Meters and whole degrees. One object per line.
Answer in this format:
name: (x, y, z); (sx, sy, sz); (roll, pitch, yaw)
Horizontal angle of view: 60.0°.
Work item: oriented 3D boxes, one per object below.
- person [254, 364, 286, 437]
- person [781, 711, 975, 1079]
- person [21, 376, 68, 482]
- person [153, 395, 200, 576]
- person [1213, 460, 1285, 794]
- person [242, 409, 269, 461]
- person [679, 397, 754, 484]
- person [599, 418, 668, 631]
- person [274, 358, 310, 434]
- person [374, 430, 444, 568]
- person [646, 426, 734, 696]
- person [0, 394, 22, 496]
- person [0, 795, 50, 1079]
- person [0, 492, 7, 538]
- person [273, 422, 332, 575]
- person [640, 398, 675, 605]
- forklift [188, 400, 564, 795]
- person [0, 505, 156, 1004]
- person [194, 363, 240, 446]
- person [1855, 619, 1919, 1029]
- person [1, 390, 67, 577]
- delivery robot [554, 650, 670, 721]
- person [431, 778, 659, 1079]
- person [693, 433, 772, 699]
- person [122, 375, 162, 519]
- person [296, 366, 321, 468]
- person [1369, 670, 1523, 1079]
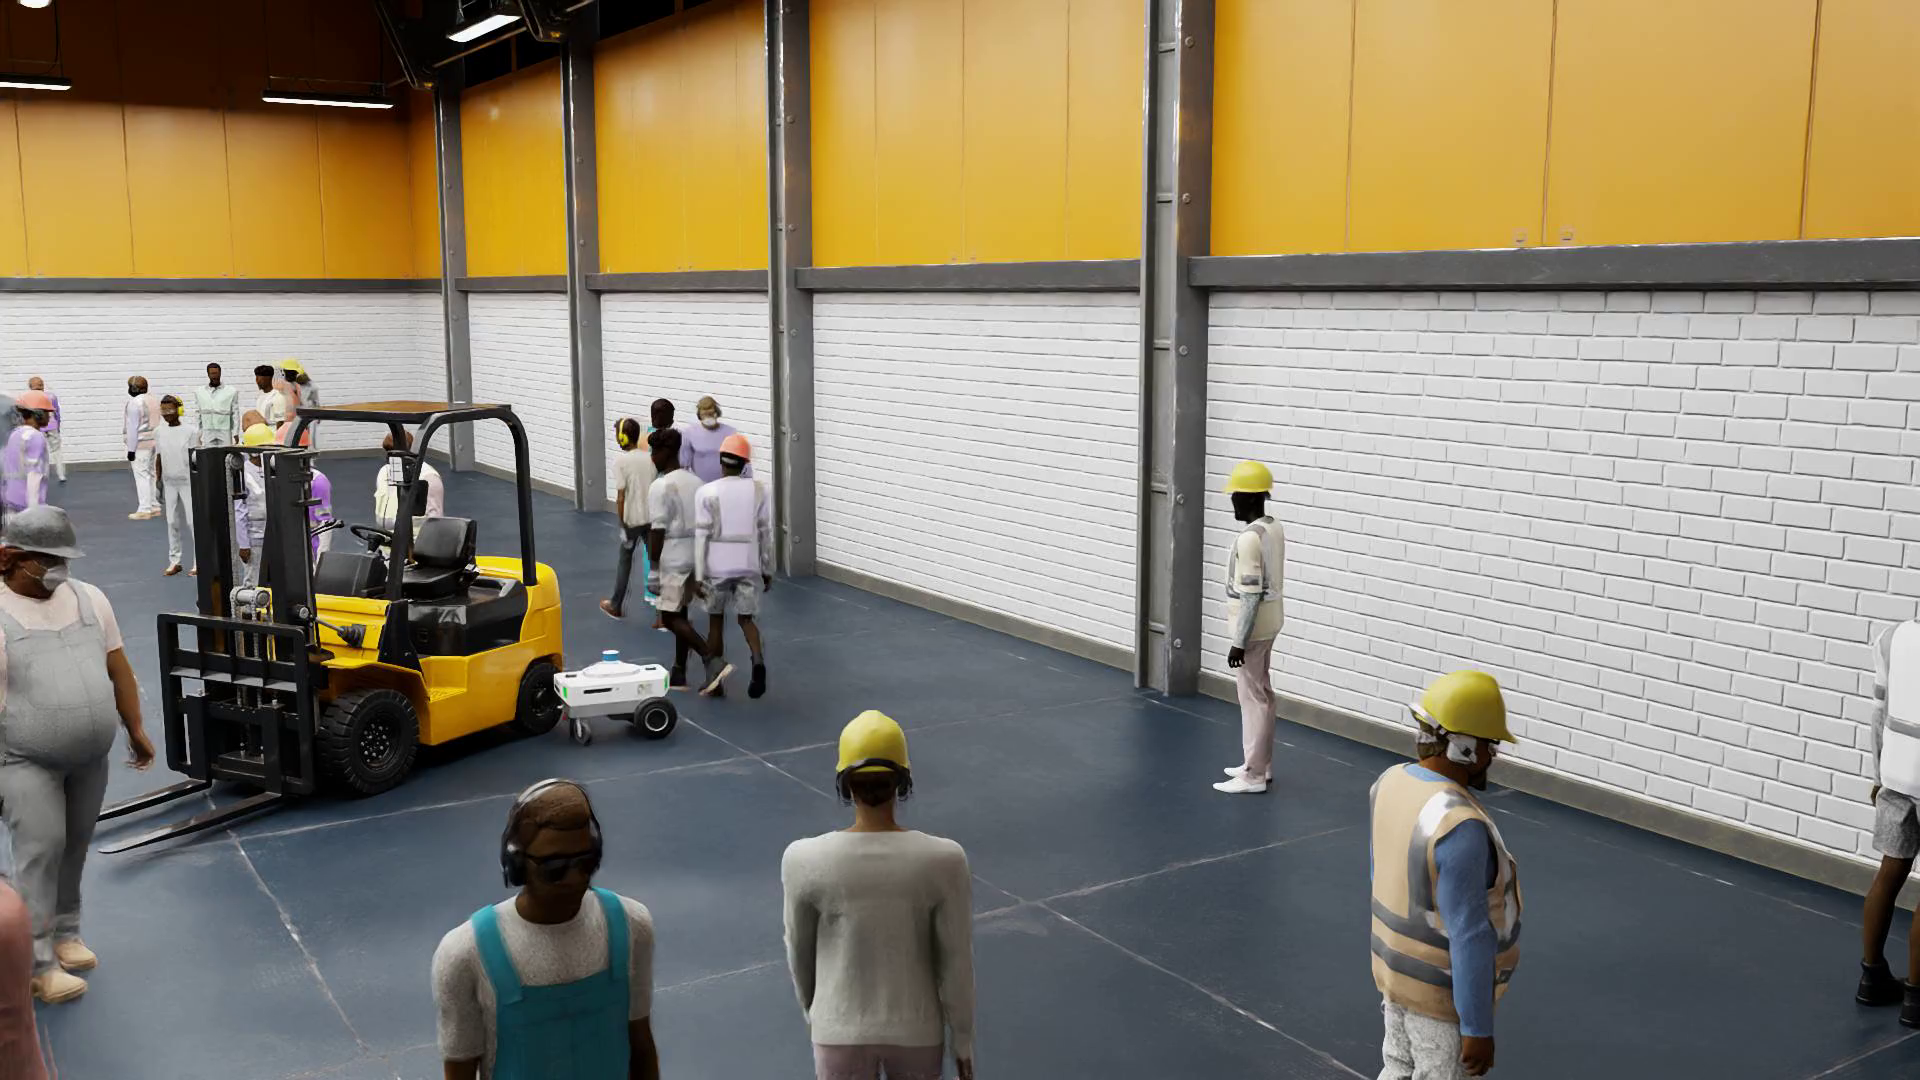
person: (-9.039, -1.326, 21.832); (0.374, 1.958, 0.606); (-8, 12, -44)
person: (-0.232, 1.328, 4.646); (0.518, 1.733, 0.746); (-1, 8, -6)
person: (-13.824, -1.650, 25.095); (0.599, 1.628, 0.428); (-7, 11, -39)
person: (-7.956, -0.553, 16.948); (0.511, 1.862, 0.324); (1, 8, 5)
person: (1.678, 0.501, 9.598); (0.360, 1.929, 0.587); (3, 9, 21)
person: (-7.566, -0.595, 17.976); (0.278, 1.633, 0.497); (2, 9, 13)
person: (-2.313, -0.430, 16.010); (0.755, 1.895, 0.771); (-5, 10, -31)
person: (-2.798, -0.146, 14.361); (0.541, 1.807, 1.006); (-7, 11, -38)
person: (-9.950, -1.771, 24.983); (0.750, 1.901, 0.623); (1, 8, 4)
person: (-4.278, 0.066, 12.856); (0.619, 1.837, 0.430); (5, 10, 29)
person: (-1.954, 0.156, 11.899); (0.642, 1.939, 0.637); (4, 9, 25)
person: (-11.774, -1.079, 20.277); (0.638, 1.927, 0.391); (-5, 10, -32)
person: (-2.462, 1.415, 4.109); (0.555, 1.724, 0.471); (6, 10, 36)
person: (-11.435, -0.933, 19.488); (0.521, 1.865, 0.328); (7, 11, 39)
person: (-4.876, 0.100, 12.258); (0.547, 1.942, 0.351); (4, 9, 23)
person: (-2.804, -0.352, 15.412); (0.391, 1.913, 0.587); (-3, 9, -19)
forklift: (-3.529, 0.258, 10.348); (1.214, 2.155, 2.313); (4, 9, 25)
person: (-3.744, 0.842, 6.926); (0.643, 2.000, 0.701); (4, 9, 27)
person: (-10.350, -1.511, 23.192); (0.594, 1.921, 0.387); (-1, 9, -7)
person: (3.869, 0.957, 6.588); (0.417, 1.920, 0.542); (-3, 9, -17)
person: (-8.369, -0.354, 15.131); (0.620, 1.992, 0.961); (7, 11, 38)
delivery robot: (-2.263, 0.960, 10.799); (0.707, 0.478, 0.477); (-4, 9, -23)
person: (-0.905, 1.421, 3.725); (0.501, 1.839, 0.344); (-5, 10, -33)
person: (-1.575, 0.209, 11.699); (0.592, 1.901, 0.695); (-4, 9, -23)
person: (-10.462, -1.184, 21.293); (0.429, 1.838, 0.629); (0, 8, 1)
person: (-10.755, -2.006, 27.279); (0.506, 1.693, 0.883); (-3, 9, -17)
person: (1.388, 1.271, 4.773); (0.403, 1.823, 0.586); (-1, 9, -9)
